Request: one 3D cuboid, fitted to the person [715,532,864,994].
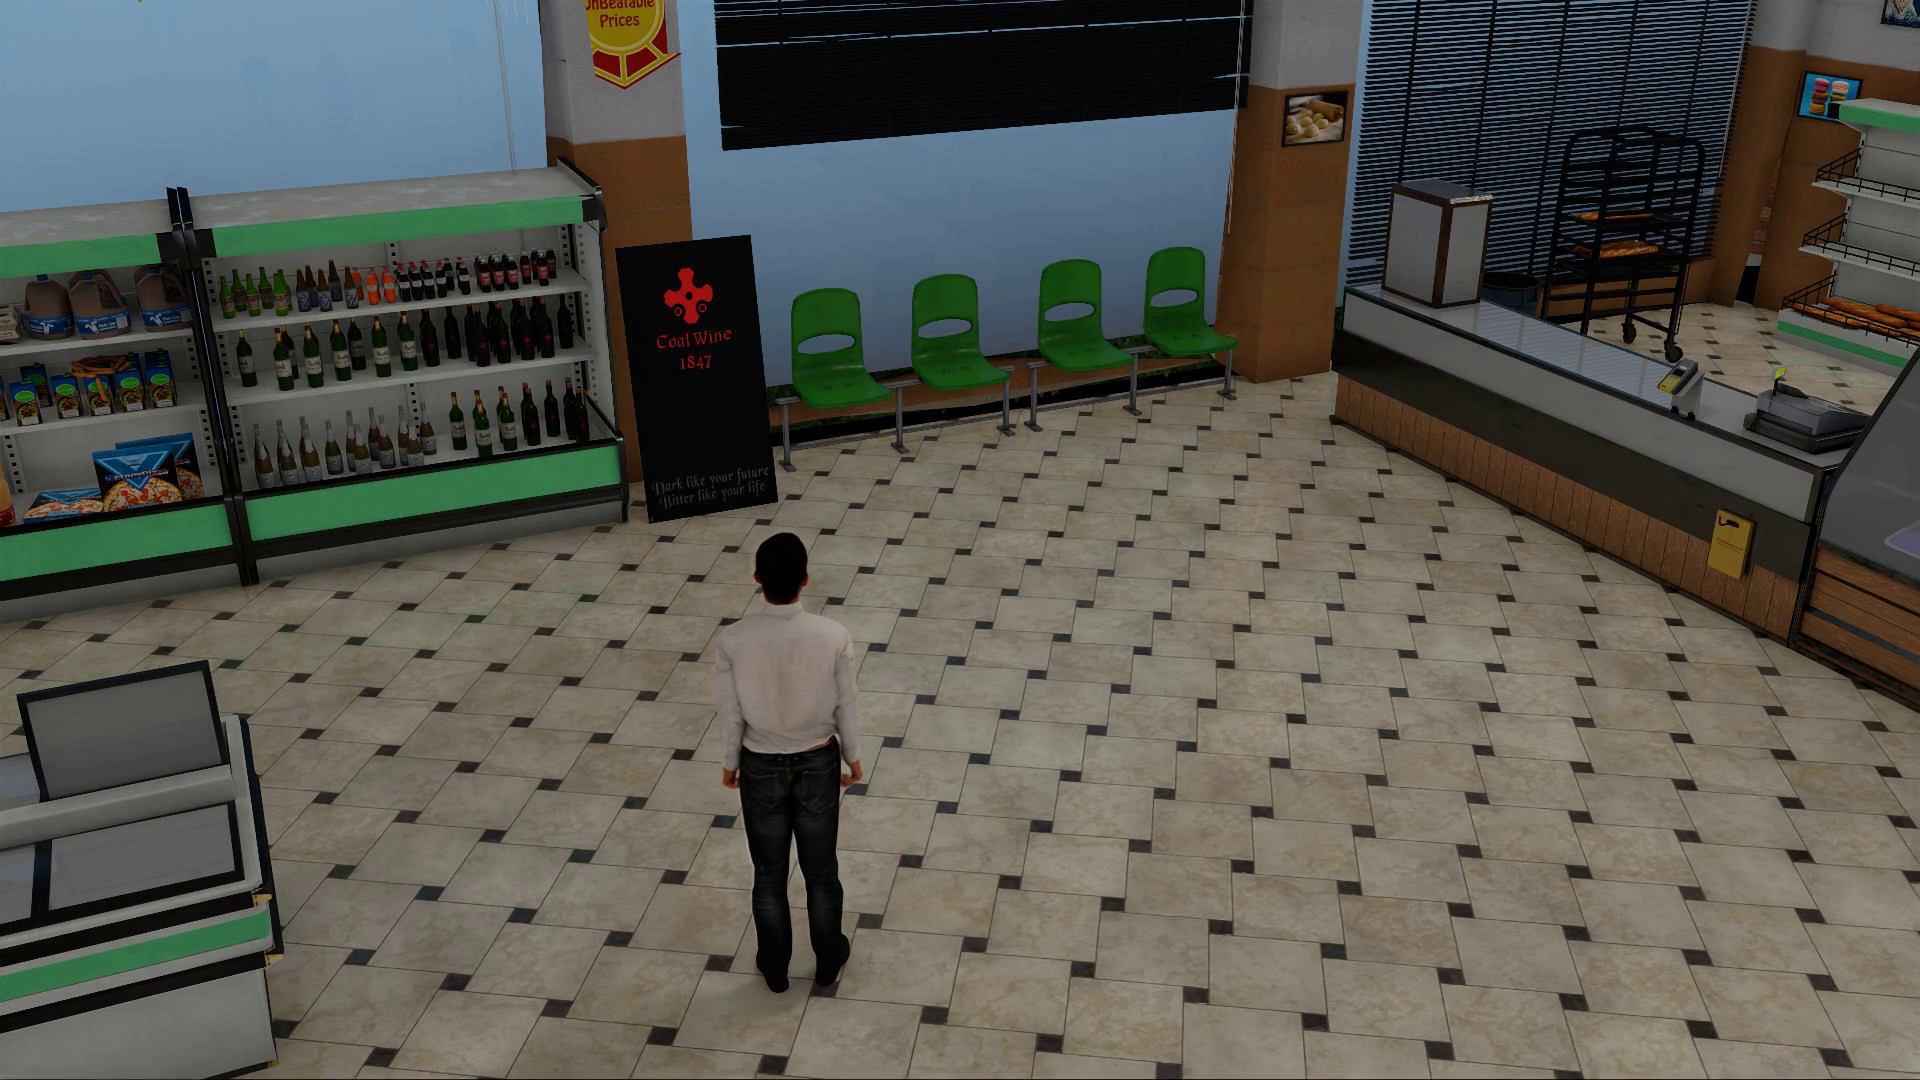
[{"bbox_3d":[-0.613,0.820,5.992,0.621,1.811,0.795,-2,24,-5],"label":"person"}]
